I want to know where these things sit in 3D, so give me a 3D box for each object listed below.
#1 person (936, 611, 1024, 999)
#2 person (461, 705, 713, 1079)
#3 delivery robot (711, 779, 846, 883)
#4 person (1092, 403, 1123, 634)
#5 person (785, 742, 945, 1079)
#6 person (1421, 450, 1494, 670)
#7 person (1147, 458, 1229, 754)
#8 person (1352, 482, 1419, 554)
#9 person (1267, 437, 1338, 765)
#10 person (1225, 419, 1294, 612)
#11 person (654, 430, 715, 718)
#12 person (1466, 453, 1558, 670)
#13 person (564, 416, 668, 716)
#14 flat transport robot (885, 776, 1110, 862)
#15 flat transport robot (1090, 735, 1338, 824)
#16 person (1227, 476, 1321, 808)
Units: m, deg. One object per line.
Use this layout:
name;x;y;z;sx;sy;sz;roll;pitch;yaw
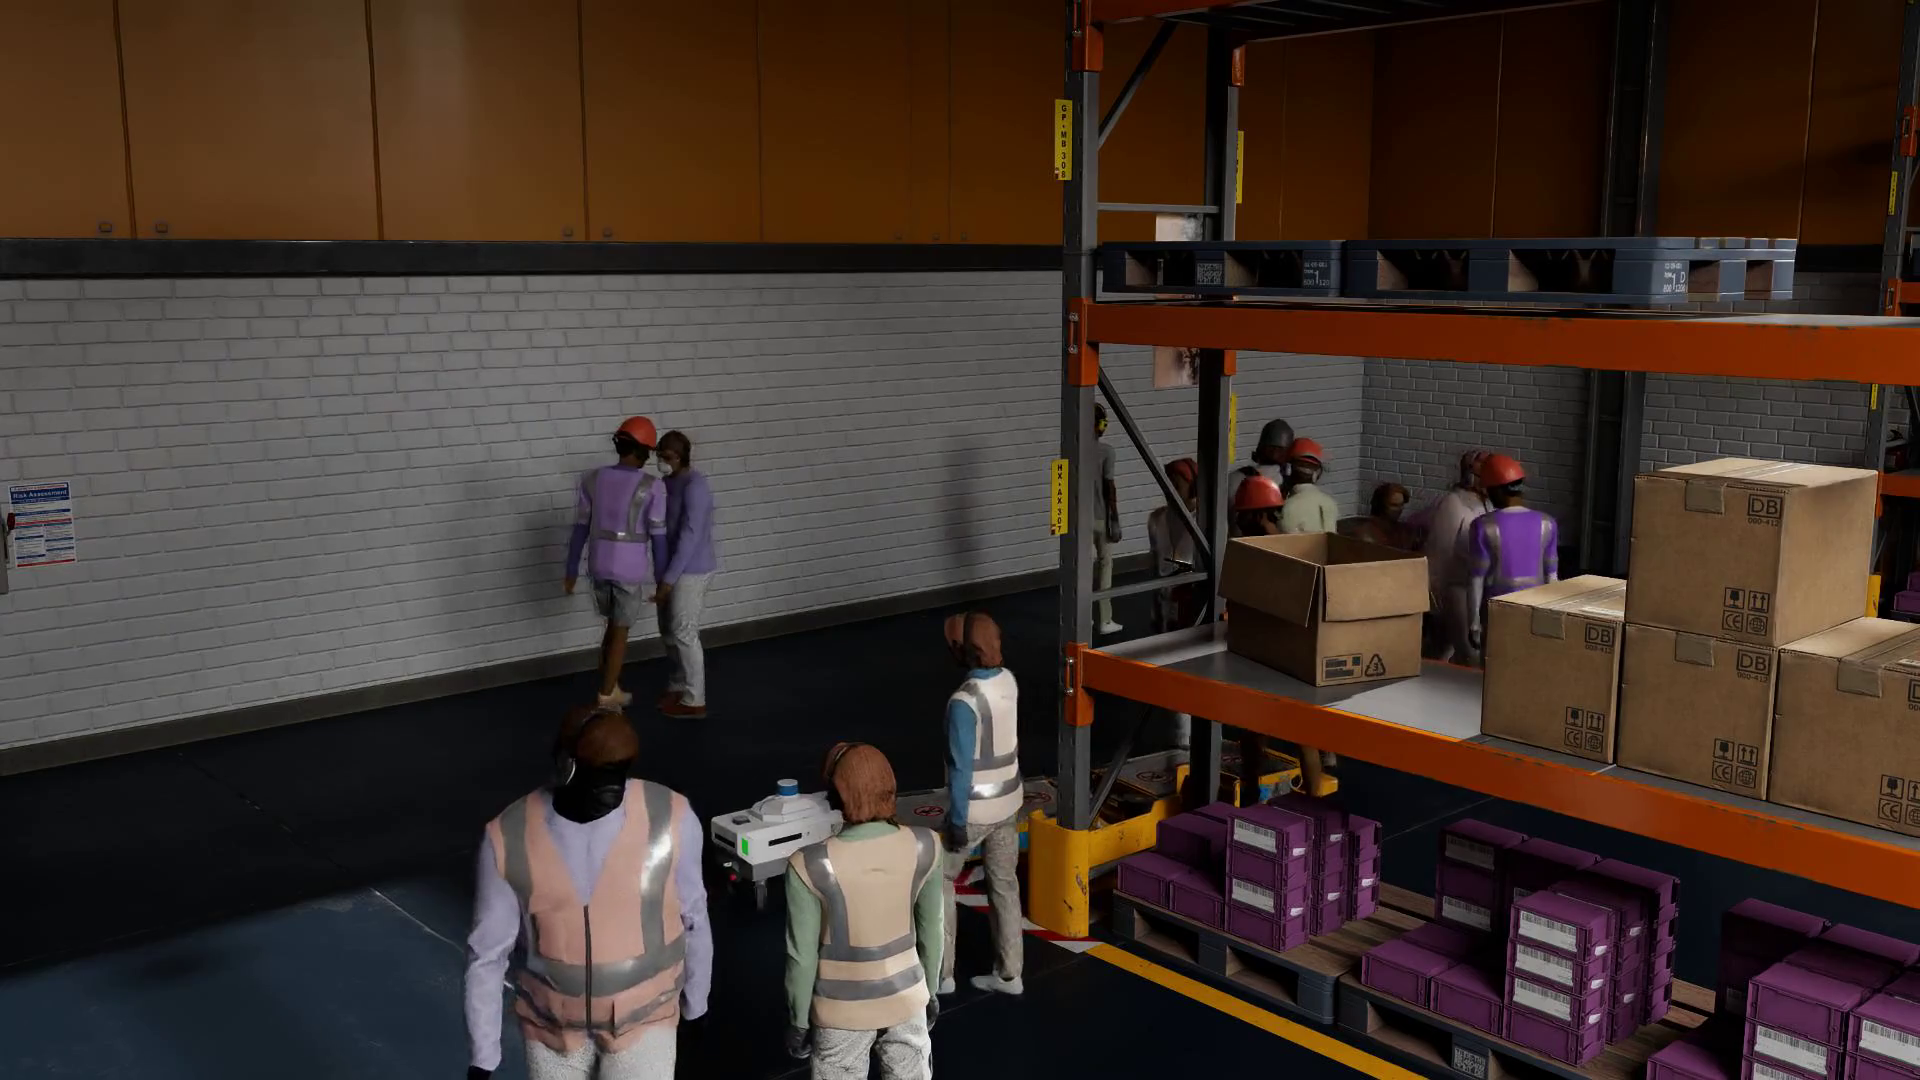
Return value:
person;0.006;1.079;6.779;0.567;1.622;0.534;6;11;30
person;-1.018;1.354;4.567;0.654;1.821;0.637;0;10;-2
delivery robot;-0.815;1.378;7.884;0.707;0.478;0.477;-8;12;-38
person;1.084;-0.174;13.433;0.536;1.860;0.348;9;14;44
person;-0.274;1.392;4.907;0.510;1.639;0.308;-5;11;-27
person;3.187;0.358;10.321;0.952;1.851;0.748;7;12;34
person;1.335;0.448;9.816;0.586;1.863;0.407;9;13;44
person;2.682;0.445;10.500;0.517;1.625;0.377;-6;11;-31
person;2.076;0.370;9.977;0.641;1.947;0.574;-9;13;-42
person;1.964;0.192;10.755;0.686;2.000;0.908;0;10;-2
person;-1.858;0.228;10.946;0.463;1.909;0.649;-6;11;-31
person;3.257;0.450;9.717;0.597;1.899;0.782;-1;10;-8
person;-2.196;0.192;10.889;0.692;1.993;0.729;4;10;21
flat transport robot;0.046;1.456;8.526;1.431;0.197;0.652;-4;10;-21
flat transport robot;1.346;1.340;9.210;1.431;0.197;0.652;-6;12;-32
person;1.624;0.622;8.658;0.611;1.901;0.546;-1;10;-7
